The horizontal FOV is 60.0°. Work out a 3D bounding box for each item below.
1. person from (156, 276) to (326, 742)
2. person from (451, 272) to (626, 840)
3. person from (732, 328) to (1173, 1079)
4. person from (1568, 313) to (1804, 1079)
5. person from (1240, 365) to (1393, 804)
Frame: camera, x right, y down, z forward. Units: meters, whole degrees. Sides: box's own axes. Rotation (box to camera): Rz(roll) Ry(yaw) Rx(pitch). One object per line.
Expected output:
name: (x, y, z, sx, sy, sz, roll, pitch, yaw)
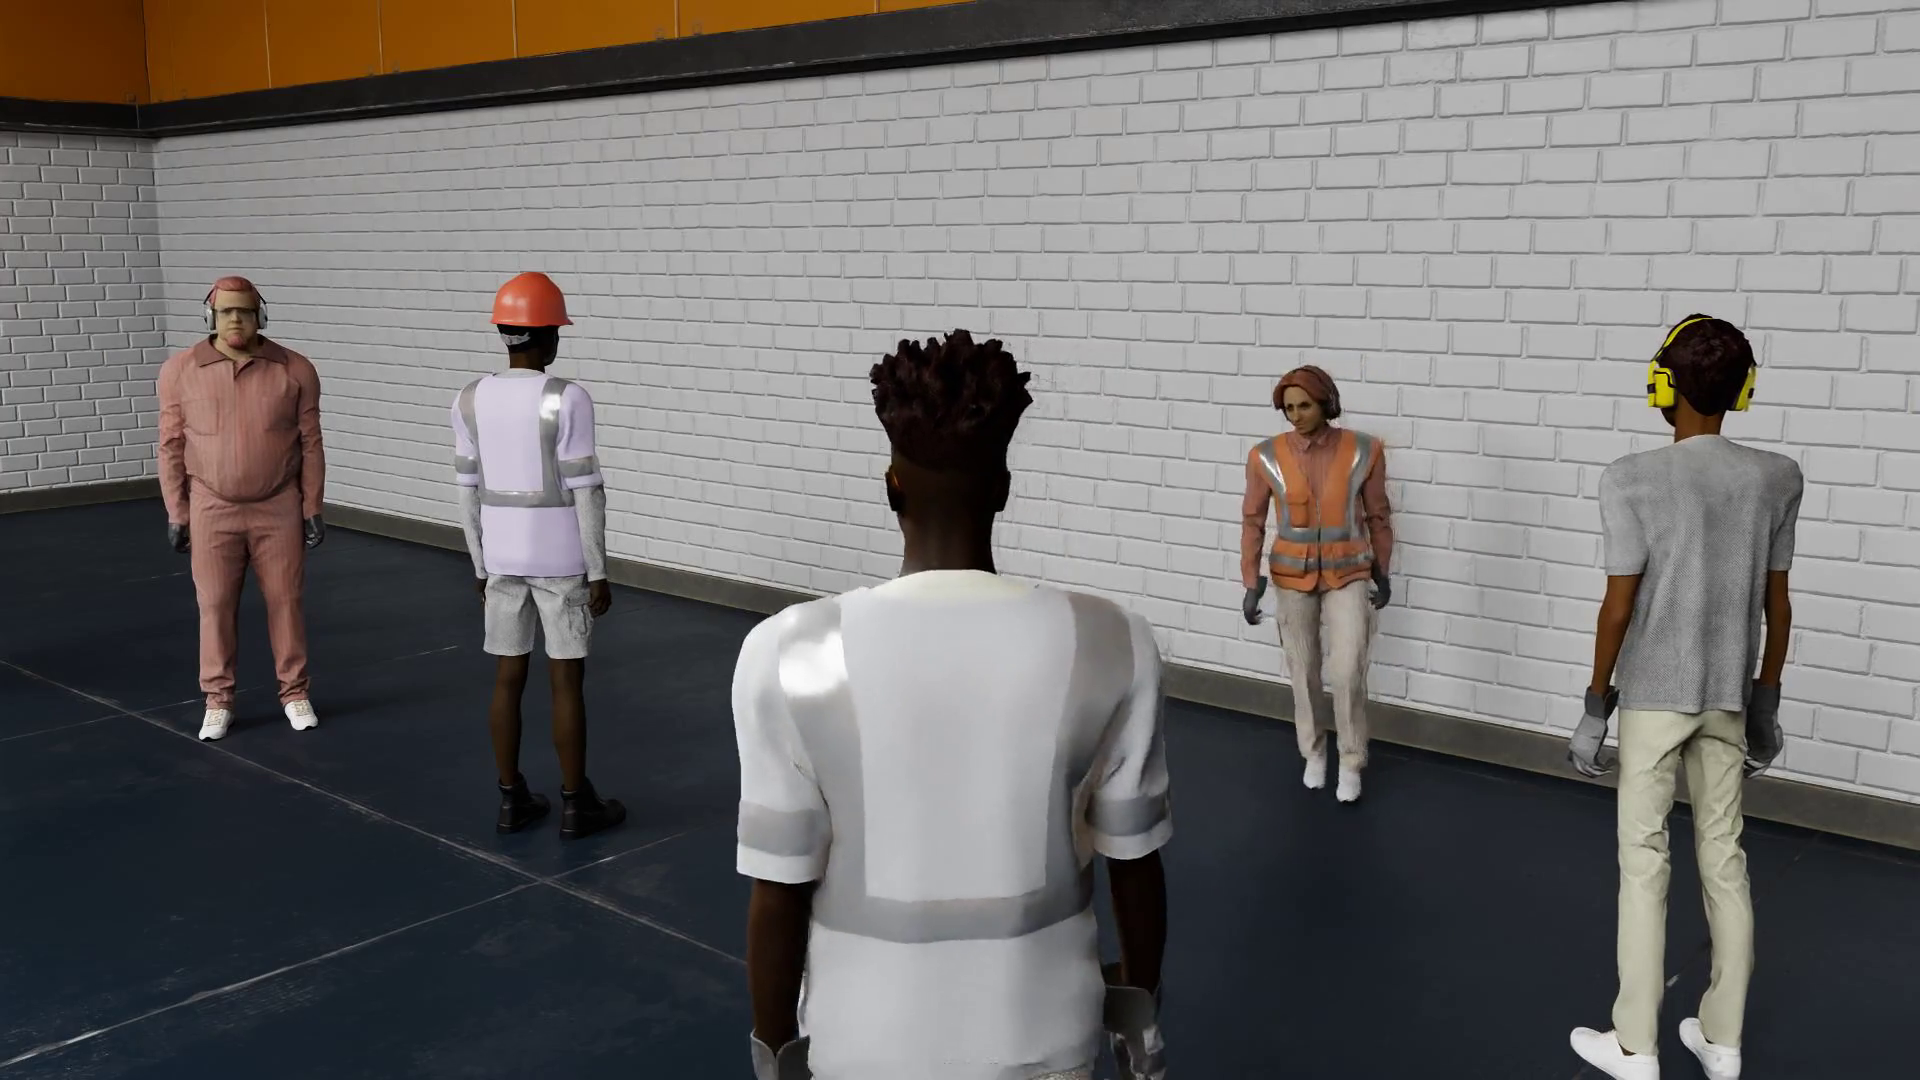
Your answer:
person: (-2.960, -0.131, 6.904, 0.643, 1.910, 0.411, -5, 11, -24)
person: (-1.442, 0.063, 5.710, 0.543, 1.939, 0.362, 3, 10, 18)
person: (0.006, 0.670, 2.317, 0.619, 1.923, 0.995, -1, 10, -6)
person: (1.728, 0.399, 3.999, 0.523, 1.870, 0.317, -1, 10, -6)
person: (1.304, 0.157, 6.108, 0.539, 1.599, 0.512, 2, 10, 13)
